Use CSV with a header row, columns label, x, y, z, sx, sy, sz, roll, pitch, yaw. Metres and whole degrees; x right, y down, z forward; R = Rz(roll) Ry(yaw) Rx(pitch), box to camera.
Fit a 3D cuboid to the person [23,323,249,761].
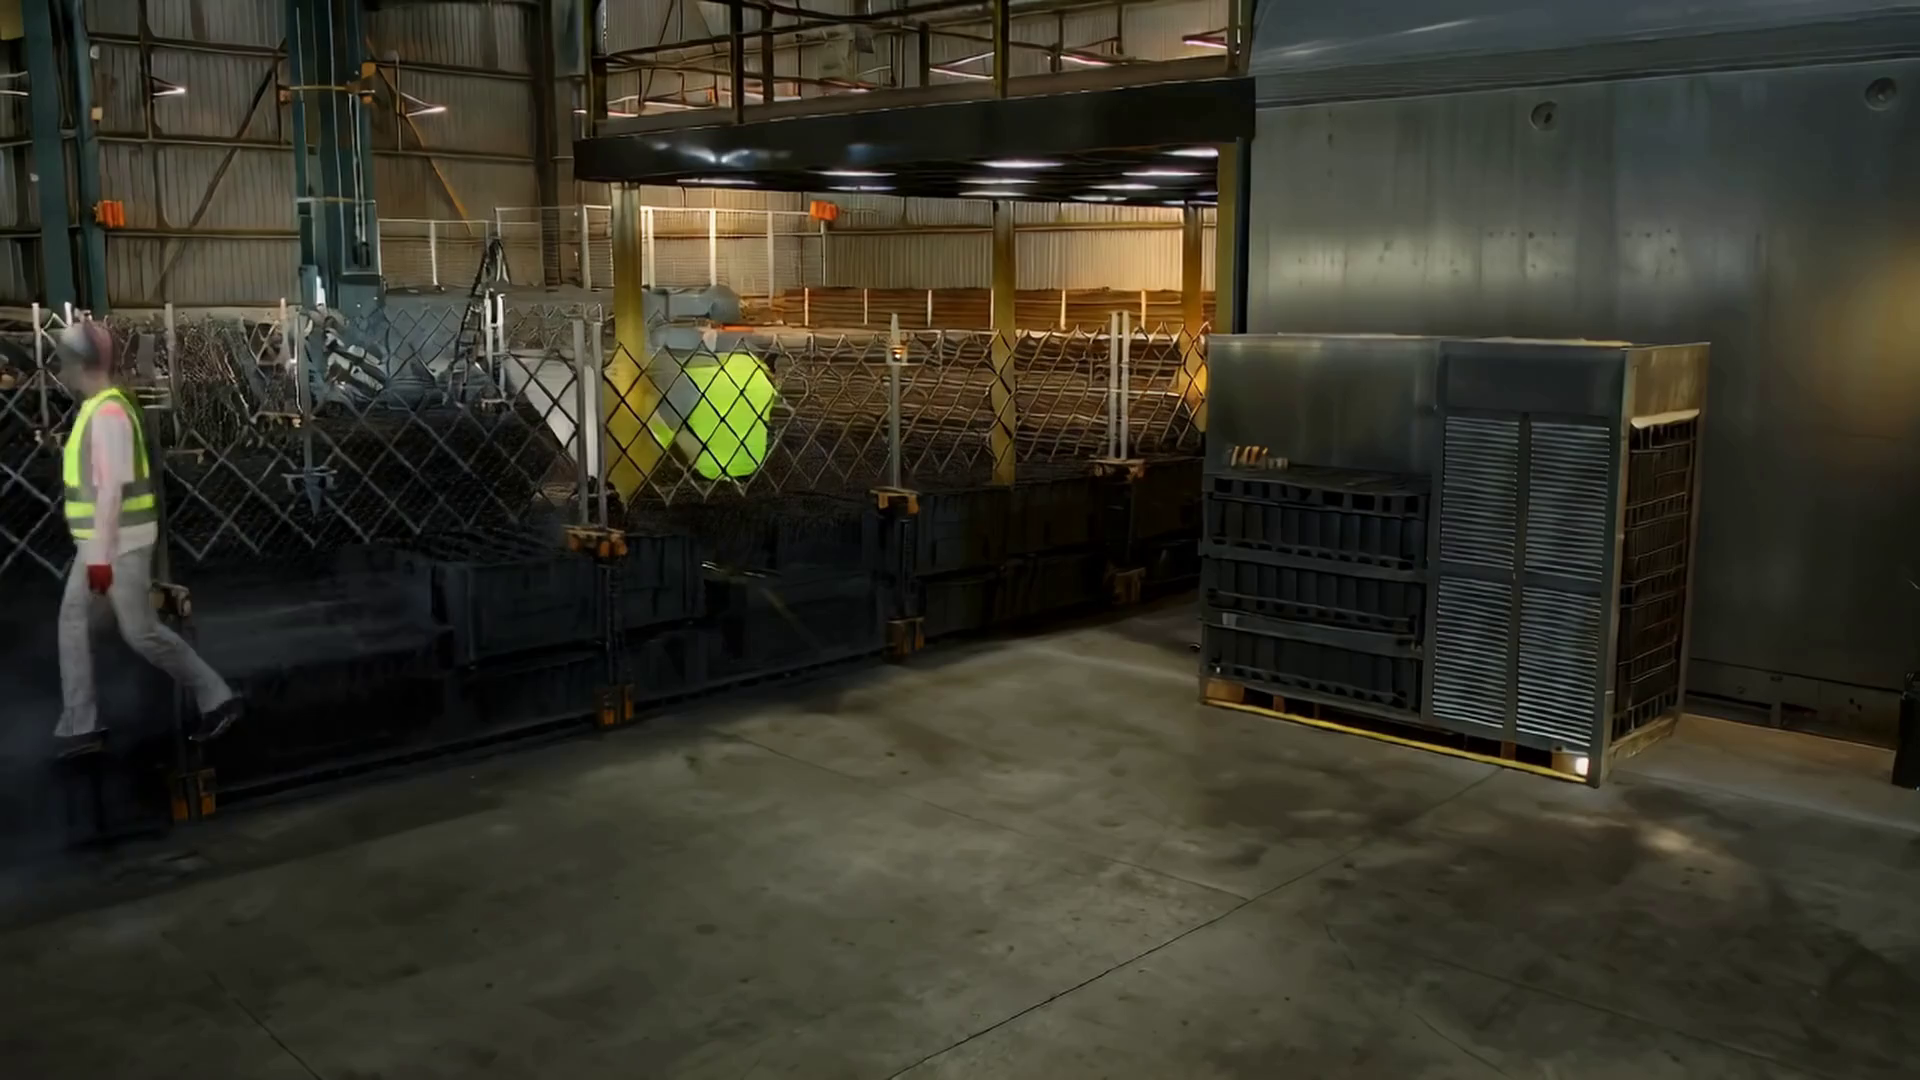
label,x,y,z,sx,sy,sz,roll,pitch,yaw
person,-3.535,0.010,7.077,0.876,1.862,0.583,-7,11,-35
